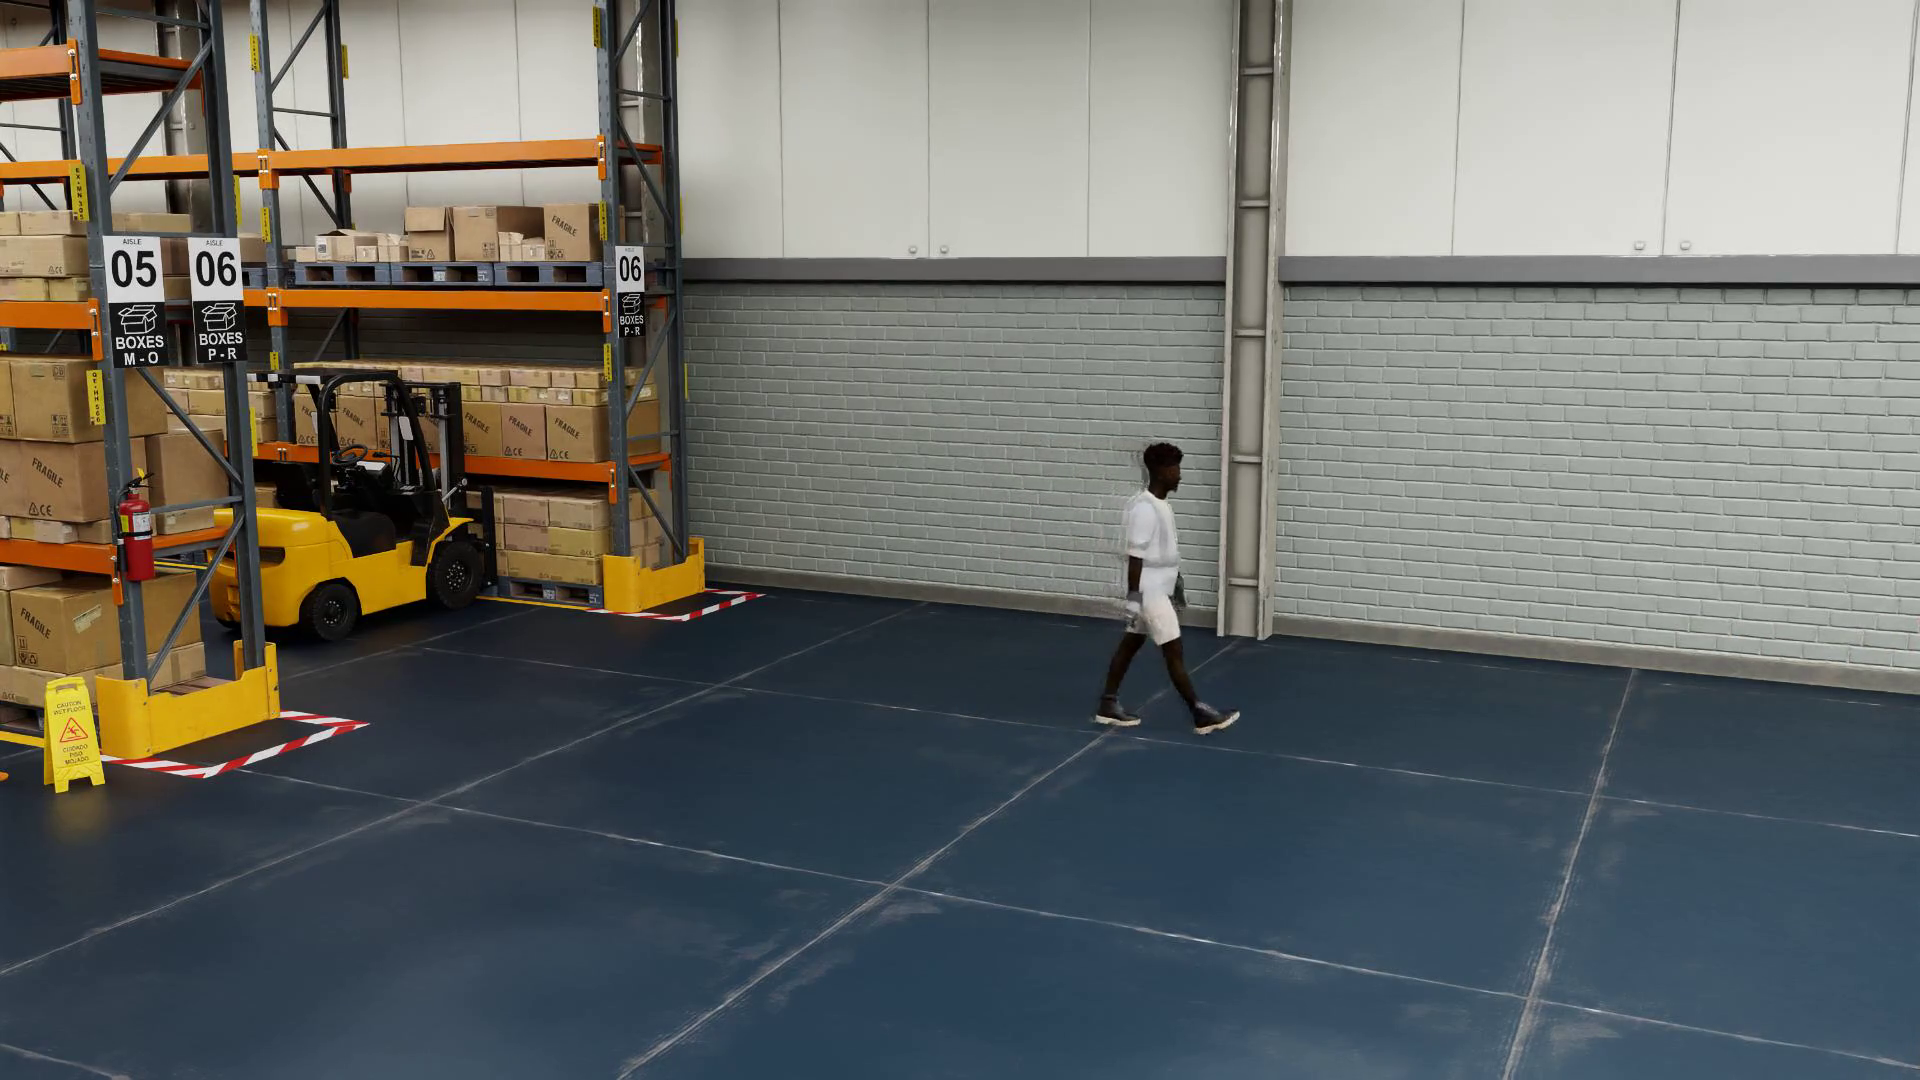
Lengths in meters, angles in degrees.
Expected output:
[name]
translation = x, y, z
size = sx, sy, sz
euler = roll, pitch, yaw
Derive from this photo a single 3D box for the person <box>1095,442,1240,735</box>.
[person]
translation = 1.339, 0.315, 10.871
size = 0.988, 1.909, 0.630
euler = 3, 10, 16
